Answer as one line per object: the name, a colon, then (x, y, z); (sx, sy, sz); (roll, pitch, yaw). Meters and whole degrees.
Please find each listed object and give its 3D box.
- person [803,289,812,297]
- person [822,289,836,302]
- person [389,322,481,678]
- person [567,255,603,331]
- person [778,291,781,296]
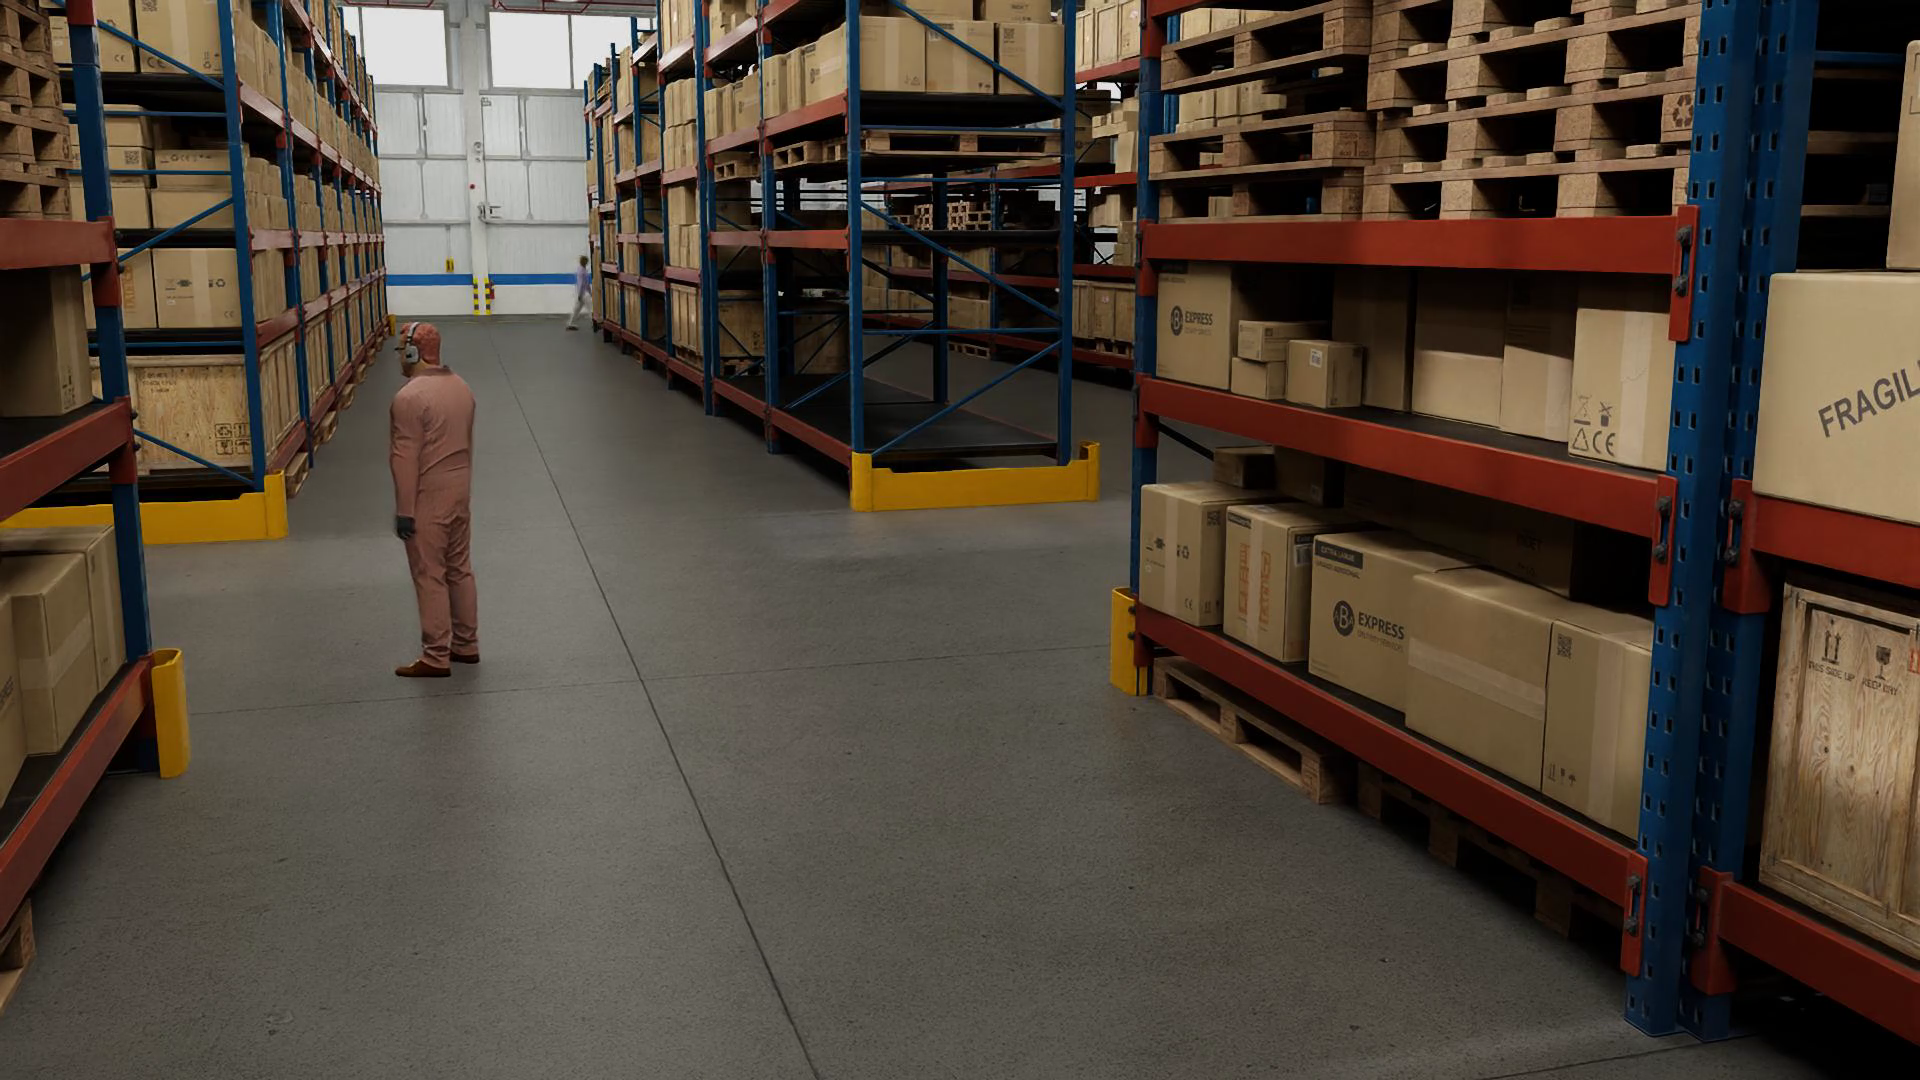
person: (-4.231, -6.520, 43.454); (0.610, 1.906, 0.878); (-7, 13, -35)
person: (-3.431, -6.705, 44.331); (0.851, 1.967, 0.630); (7, 12, 32)
person: (-2.855, -0.214, 8.949); (0.400, 1.899, 0.649); (2, 11, 13)
person: (-9.404, -6.168, 41.628); (1.017, 1.893, 0.644); (-2, 10, -9)
person: (-4.452, -5.593, 38.683); (0.609, 1.800, 0.744); (-6, 12, -28)
